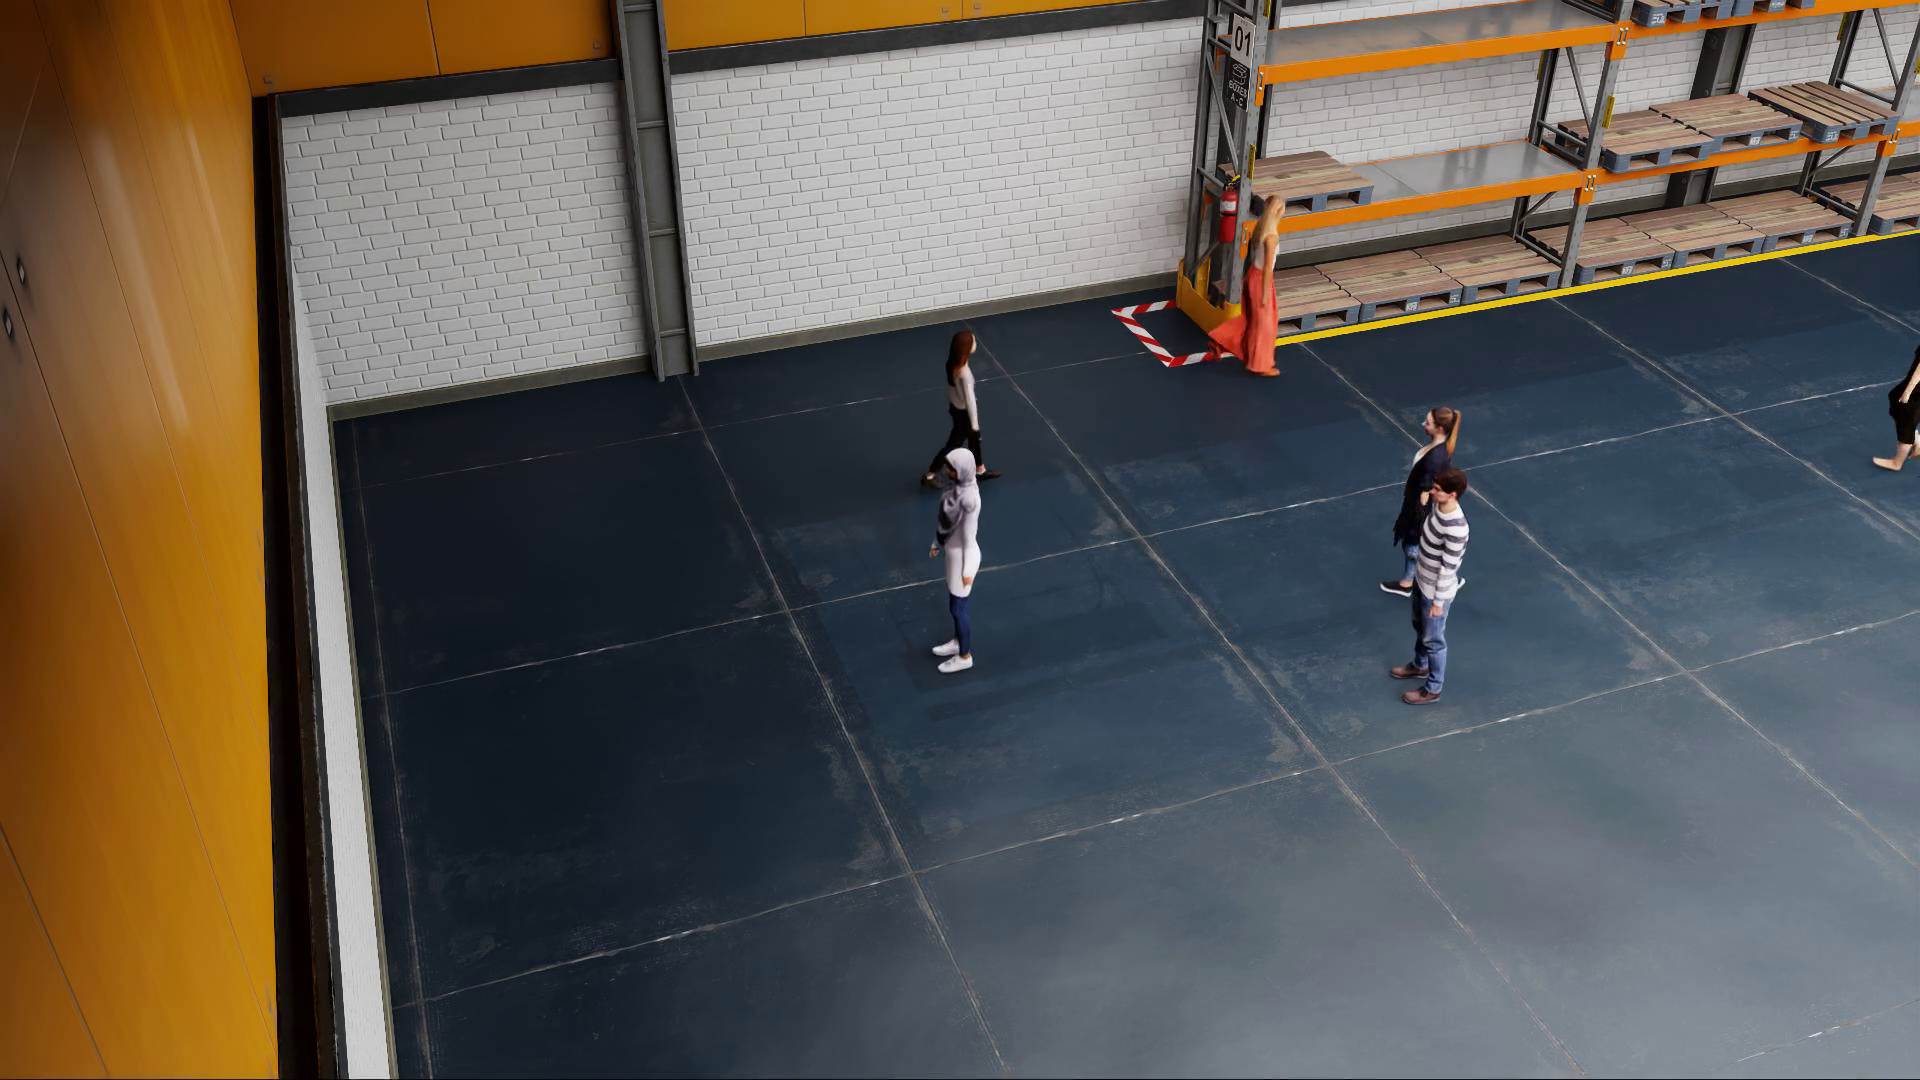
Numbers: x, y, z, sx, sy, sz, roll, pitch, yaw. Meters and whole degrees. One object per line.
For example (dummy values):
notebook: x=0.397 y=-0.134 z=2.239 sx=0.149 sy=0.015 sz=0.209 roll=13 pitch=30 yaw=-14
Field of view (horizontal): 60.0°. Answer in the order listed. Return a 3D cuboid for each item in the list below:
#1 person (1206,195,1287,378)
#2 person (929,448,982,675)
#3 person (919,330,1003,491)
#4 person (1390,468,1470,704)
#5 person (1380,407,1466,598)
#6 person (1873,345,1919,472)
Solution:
person: x=2.735 y=-2.382 z=15.622 sx=1.034 sy=1.786 sz=0.829 roll=3 pitch=34 yaw=4
person: x=0.046 y=0.112 z=11.879 sx=0.605 sy=1.776 sz=0.647 roll=-6 pitch=34 yaw=-10
person: x=-0.048 y=-1.049 z=13.915 sx=0.965 sy=1.456 sz=0.575 roll=-10 pitch=35 yaw=-14
person: x=3.314 y=0.294 z=11.541 sx=0.661 sy=1.847 sz=0.698 roll=1 pitch=34 yaw=1
person: x=3.586 y=-0.234 z=12.494 sx=0.971 sy=1.671 sz=0.906 roll=14 pitch=36 yaw=20
person: x=8.238 y=-1.271 z=14.102 sx=0.798 sy=1.618 sz=0.744 roll=27 pitch=42 yaw=34
